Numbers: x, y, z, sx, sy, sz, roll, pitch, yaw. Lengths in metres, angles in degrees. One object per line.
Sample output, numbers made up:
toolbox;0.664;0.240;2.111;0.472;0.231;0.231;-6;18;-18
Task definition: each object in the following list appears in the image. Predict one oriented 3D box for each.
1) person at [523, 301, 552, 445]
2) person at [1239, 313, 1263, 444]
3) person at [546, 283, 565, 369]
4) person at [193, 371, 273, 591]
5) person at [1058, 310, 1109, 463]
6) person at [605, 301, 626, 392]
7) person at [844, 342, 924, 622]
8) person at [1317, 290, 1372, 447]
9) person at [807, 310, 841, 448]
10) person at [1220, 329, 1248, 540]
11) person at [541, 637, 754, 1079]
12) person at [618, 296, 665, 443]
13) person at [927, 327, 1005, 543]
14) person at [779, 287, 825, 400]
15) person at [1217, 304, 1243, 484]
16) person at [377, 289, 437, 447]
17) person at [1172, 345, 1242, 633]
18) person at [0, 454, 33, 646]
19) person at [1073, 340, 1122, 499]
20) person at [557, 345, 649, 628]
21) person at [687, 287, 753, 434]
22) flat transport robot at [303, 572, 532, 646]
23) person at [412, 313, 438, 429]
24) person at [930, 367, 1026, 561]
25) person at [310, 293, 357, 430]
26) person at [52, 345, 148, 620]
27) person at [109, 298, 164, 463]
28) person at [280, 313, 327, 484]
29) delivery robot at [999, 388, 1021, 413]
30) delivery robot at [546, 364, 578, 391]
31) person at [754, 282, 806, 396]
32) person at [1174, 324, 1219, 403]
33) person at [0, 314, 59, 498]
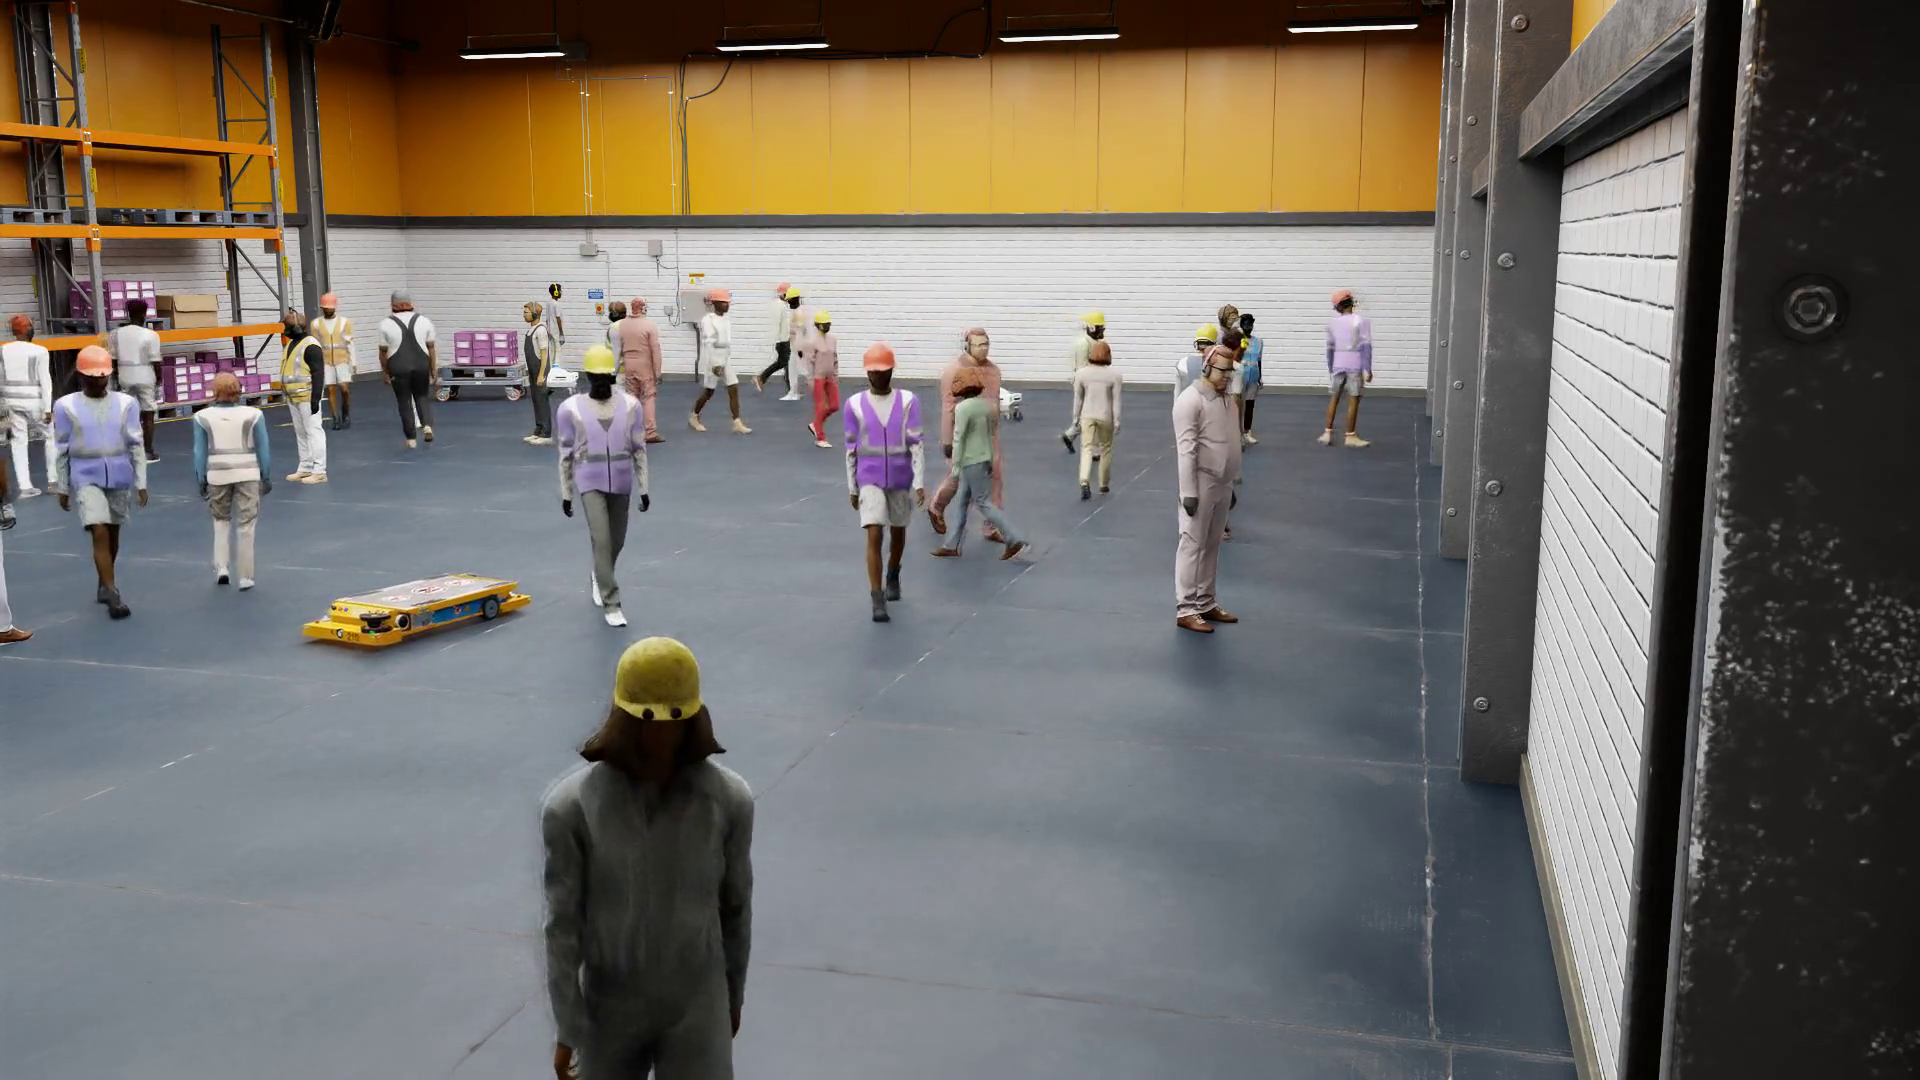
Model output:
person;-5.477;-2.154;21.499;0.338;1.845;0.514;-6;11;-29
person;3.672;-2.072;21.456;0.540;1.695;0.317;-4;11;-19
person;-7.452;-3.798;30.744;0.320;1.871;0.533;-8;13;-38
person;-5.400;-0.437;12.384;0.512;1.627;0.419;-2;10;-12
person;1.483;-1.815;19.668;0.604;1.815;0.601;4;11;22
person;-4.466;-2.217;21.872;0.429;1.839;0.633;2;10;13
person;-0.536;-0.438;11.619;0.542;1.909;0.926;-1;10;-8
person;4.929;-2.171;21.210;0.403;1.992;0.717;-9;14;-43
person;-1.768;-2.051;21.167;0.446;1.754;0.538;8;13;38
person;2.338;-0.930;14.633;0.438;1.830;0.612;-2;10;-11
person;-0.713;1.031;3.865;0.480;1.711;0.849;-2;10;-13
person;-4.146;-2.212;21.658;0.651;1.906;0.403;4;11;23
person;0.080;-0.930;14.484;0.643;1.869;0.911;-8;13;-38
person;-2.599;-3.239;27.545;0.744;1.891;0.590;-2;10;-9
person;2.832;-1.542;17.771;0.373;1.940;0.629;6;12;32
person;-7.057;-2.196;21.186;0.698;2.000;0.542;-6;11;-29
person;1.678;-0.348;11.126;0.403;1.901;0.637;8;12;37
person;-6.291;-0.240;10.623;0.508;1.861;0.329;0;10;2
person;1.391;-1.231;16.951;0.507;1.602;0.769;3;10;14
person;-2.462;-0.402;11.444;0.592;1.896;0.908;-5;11;-27
person;-3.330;-2.445;22.721;0.995;2.006;0.608;7;12;33
flat transport robot;-3.634;0.446;11.232;0.652;0.197;1.431;5;11;27
person;-7.591;-2.378;23.379;0.529;1.614;0.551;-9;14;-43
person;0.162;-0.613;13.518;0.813;1.588;0.512;4;11;22
person;-8.691;-2.465;23.073;0.591;1.908;0.454;-3;10;-16
person;-6.005;-0.425;11.642;0.538;1.886;1.019;-8;13;-39
person;-9.659;-1.859;19.524;0.626;1.948;0.487;1;10;4
person;-7.097;-1.525;17.966;0.625;1.839;0.430;10;14;43
delivery robot;0.538;-2.048;24.287;0.707;0.478;0.477;6;12;31
delivery robot;-6.853;-2.743;28.224;0.707;0.478;0.477;0;10;1
person;-3.112;-3.439;28.489;0.890;1.956;0.623;1;10;8
person;2.325;-1.142;15.846;0.586;1.824;0.404;4;11;19
person;-9.525;-1.380;17.085;0.581;1.863;0.717;0;10;-1
